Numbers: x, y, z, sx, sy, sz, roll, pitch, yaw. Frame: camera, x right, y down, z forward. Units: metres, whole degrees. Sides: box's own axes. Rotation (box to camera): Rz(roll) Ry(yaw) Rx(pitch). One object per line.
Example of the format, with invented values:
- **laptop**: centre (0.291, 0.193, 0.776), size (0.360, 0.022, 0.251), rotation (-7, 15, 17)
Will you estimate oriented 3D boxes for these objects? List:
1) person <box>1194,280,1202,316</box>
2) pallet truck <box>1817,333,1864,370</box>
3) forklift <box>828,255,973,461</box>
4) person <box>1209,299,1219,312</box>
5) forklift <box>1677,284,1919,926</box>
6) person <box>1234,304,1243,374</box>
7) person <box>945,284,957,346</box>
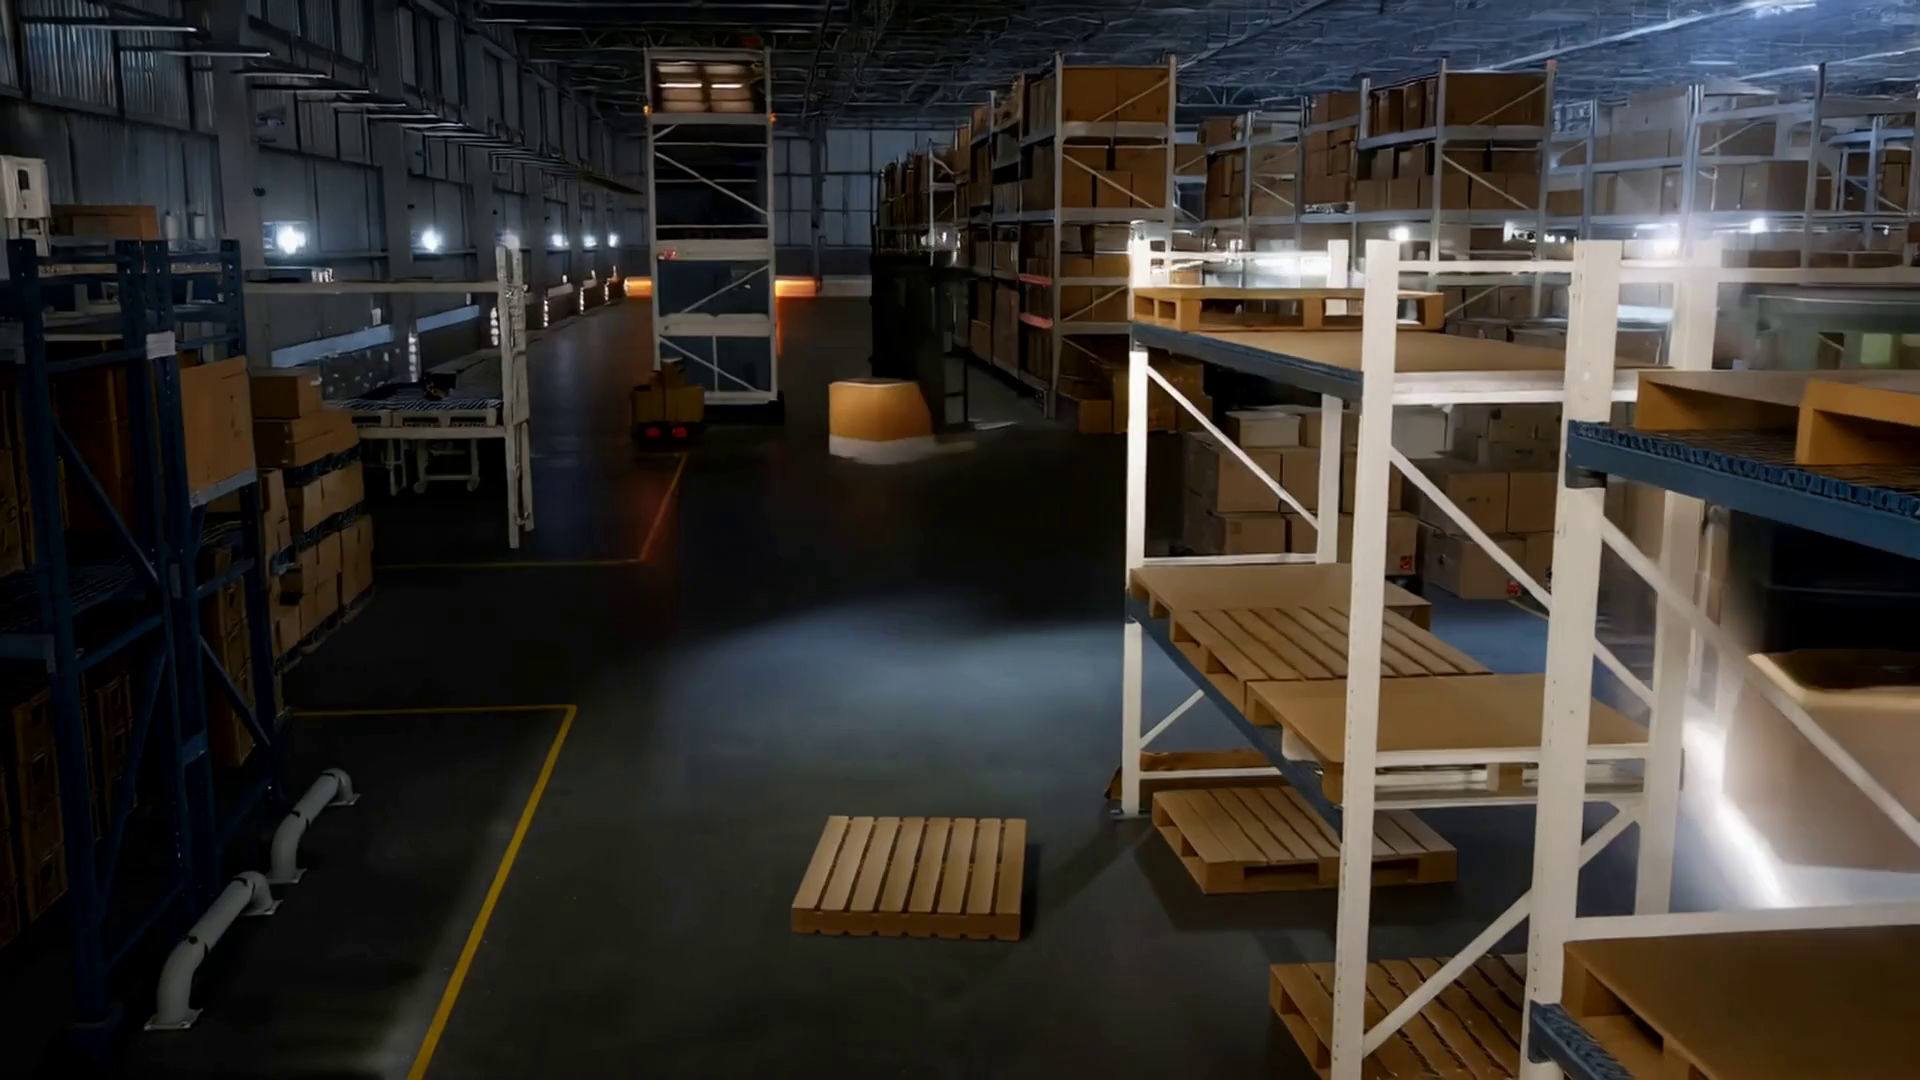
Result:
- **person**: centre (6.923, -6.587, 48.185), size (0.902, 1.880, 0.604), rotation (1, 10, 4)
- **pallet truck**: centre (15.846, -3.142, 28.793), size (1.885, 1.965, 0.823), rotation (2, 10, 12)
- **forklift**: centre (-0.858, -2.591, 23.289), size (1.129, 2.768, 1.873), rotation (10, 14, 43)
- **person**: centre (6.895, -5.981, 45.590), size (0.755, 1.615, 0.527), rotation (-2, 10, -10)
- **forklift**: centre (4.273, 0.192, 7.872), size (1.129, 2.768, 1.873), rotation (2, 10, 10)
- **person**: centre (6.525, -4.678, 37.751), size (0.621, 1.838, 0.429), rotation (0, 10, 0)
- **person**: centre (-0.207, -6.450, 47.702), size (0.995, 1.786, 0.582), rotation (6, 12, 31)
